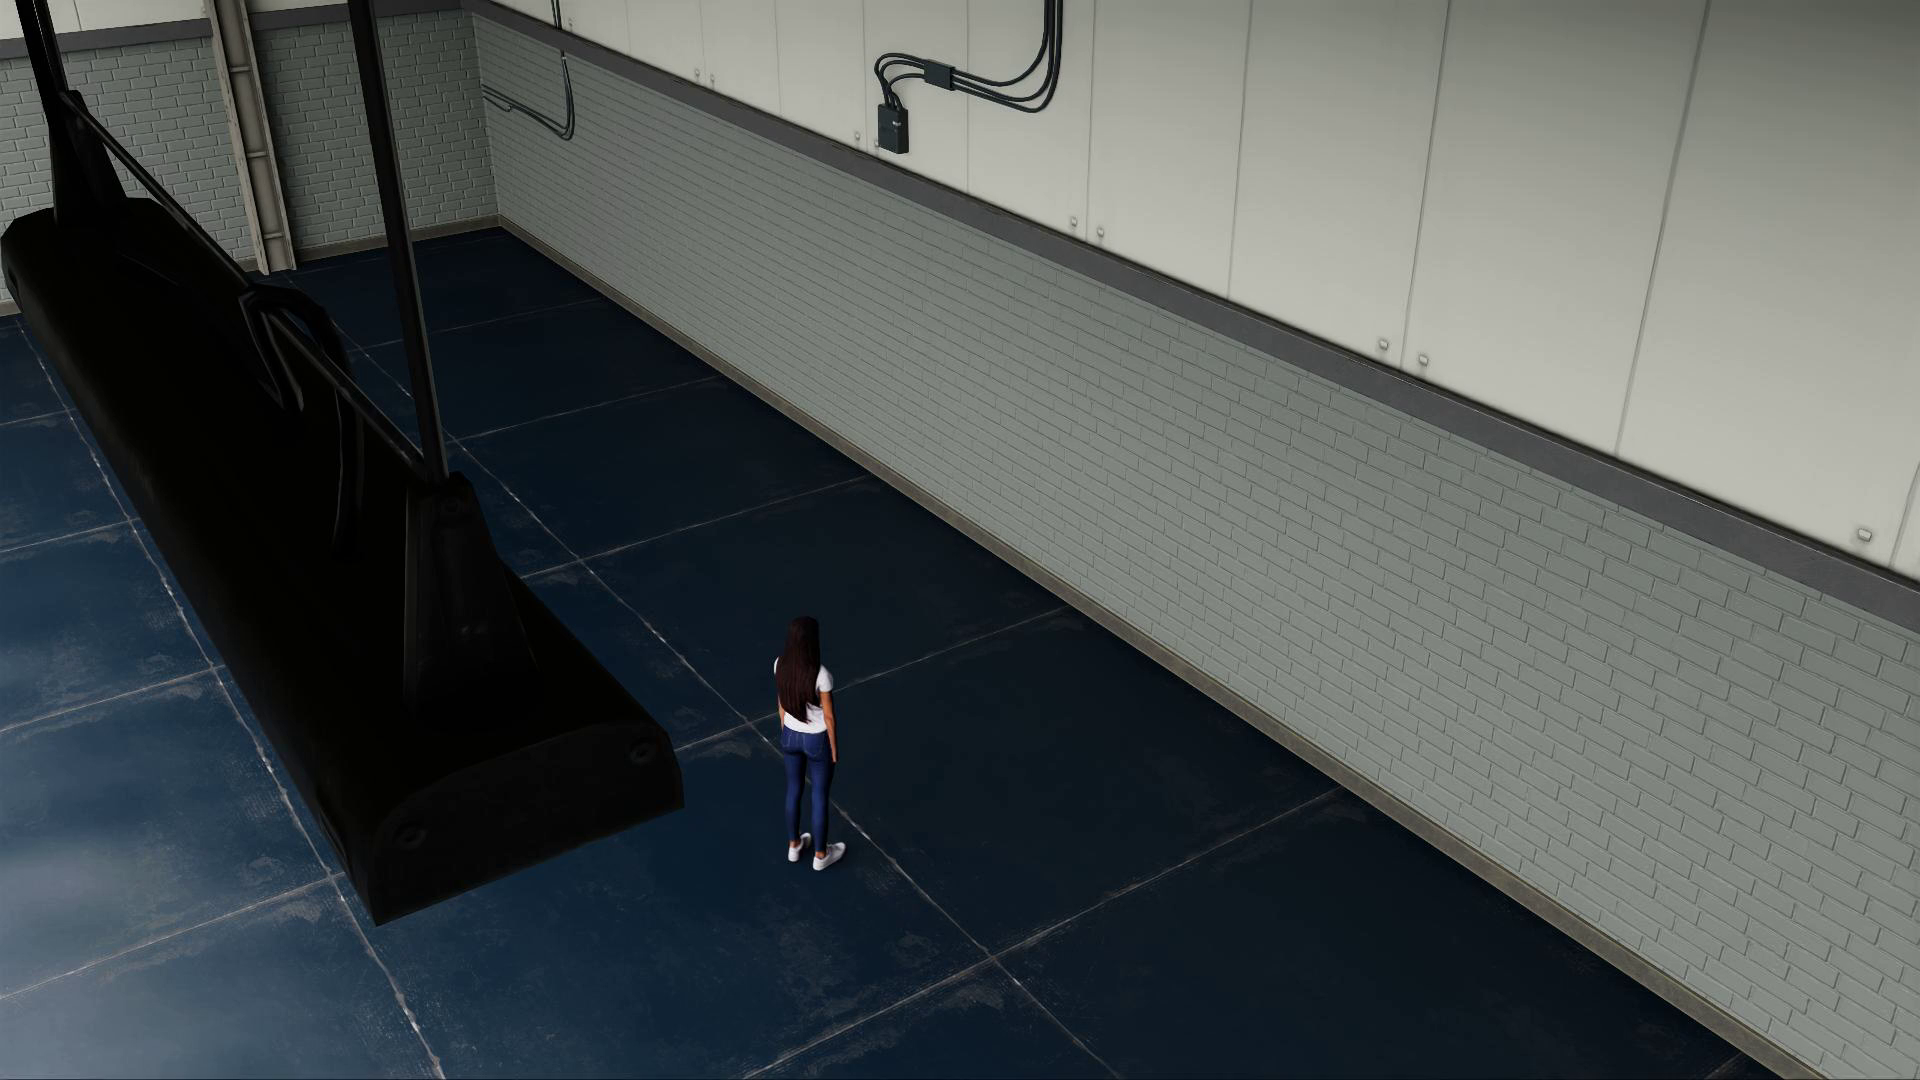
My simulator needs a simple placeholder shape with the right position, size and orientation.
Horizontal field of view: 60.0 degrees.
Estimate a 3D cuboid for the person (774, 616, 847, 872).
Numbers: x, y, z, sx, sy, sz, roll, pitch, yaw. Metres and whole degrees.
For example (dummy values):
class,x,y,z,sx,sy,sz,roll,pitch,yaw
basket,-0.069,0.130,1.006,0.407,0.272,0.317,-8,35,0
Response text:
class,x,y,z,sx,sy,sz,roll,pitch,yaw
person,-0.949,1.258,10.286,0.649,1.774,0.636,15,32,26
